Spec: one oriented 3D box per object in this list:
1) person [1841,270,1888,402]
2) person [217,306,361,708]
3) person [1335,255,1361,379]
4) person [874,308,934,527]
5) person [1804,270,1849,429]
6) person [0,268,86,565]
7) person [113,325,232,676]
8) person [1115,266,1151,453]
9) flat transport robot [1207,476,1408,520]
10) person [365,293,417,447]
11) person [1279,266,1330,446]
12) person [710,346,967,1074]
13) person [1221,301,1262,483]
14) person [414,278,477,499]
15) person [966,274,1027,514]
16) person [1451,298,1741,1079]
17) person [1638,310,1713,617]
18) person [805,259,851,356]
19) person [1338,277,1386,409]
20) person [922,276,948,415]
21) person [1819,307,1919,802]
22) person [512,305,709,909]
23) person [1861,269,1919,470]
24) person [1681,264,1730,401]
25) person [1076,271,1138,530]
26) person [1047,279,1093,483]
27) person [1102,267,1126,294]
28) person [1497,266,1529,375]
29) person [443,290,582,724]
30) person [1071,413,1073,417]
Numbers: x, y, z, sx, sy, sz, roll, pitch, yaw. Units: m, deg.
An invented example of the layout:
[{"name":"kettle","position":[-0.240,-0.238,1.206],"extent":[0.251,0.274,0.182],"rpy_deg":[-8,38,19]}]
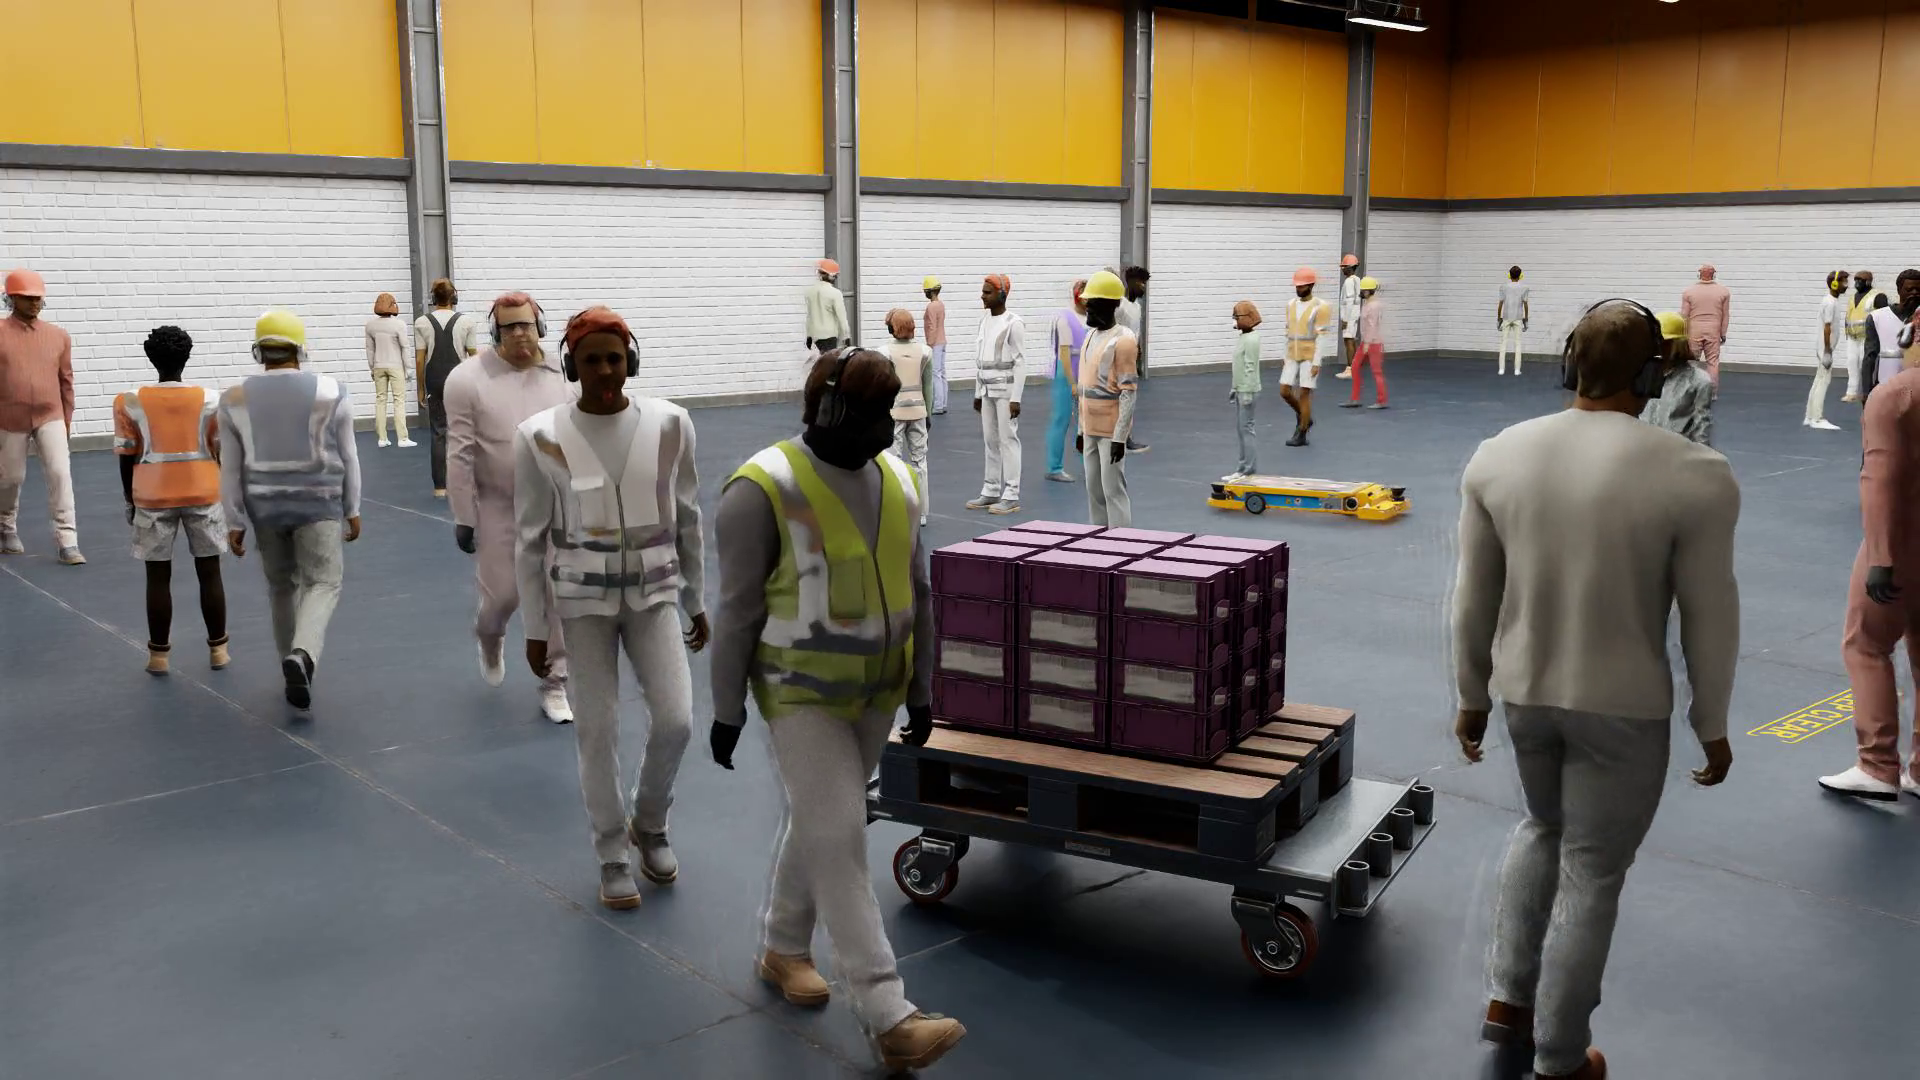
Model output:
[{"name":"person","position":[12.540,-2.809,23.001],"extent":[0.577,1.834,0.655],"rpy_deg":[-3,10,-19]},{"name":"person","position":[-3.016,-0.146,7.493],"extent":[0.584,1.801,0.777],"rpy_deg":[-1,10,-8]},{"name":"person","position":[6.422,-3.689,27.533],"extent":[0.379,2.041,0.616],"rpy_deg":[5,11,25]},{"name":"person","position":[-0.426,-0.895,12.343],"extent":[0.514,1.643,0.307],"rpy_deg":[-5,11,-27]},{"name":"person","position":[10.239,-2.249,19.625],"extent":[0.332,1.866,0.530],"rpy_deg":[4,11,25]},{"name":"person","position":[-6.210,-0.828,11.061],"extent":[0.610,1.956,0.984],"rpy_deg":[-9,13,-43]},{"name":"person","position":[-3.780,-0.187,8.058],"extent":[0.534,1.694,0.320],"rpy_deg":[-5,11,-28]},{"name":"person","position":[1.673,-1.839,17.046],"extent":[0.840,1.914,0.623],"rpy_deg":[4,10,22]},{"name":"flat transport robot","position":[2.746,-0.349,13.157],"extent":[1.431,0.197,0.652],"rpy_deg":[5,11,29]},{"name":"person","position":[-6.042,-1.796,17.638],"extent":[0.500,1.636,0.280],"rpy_deg":[2,10,12]},{"name":"person","position":[3.649,-1.940,17.657],"extent":[0.490,1.914,0.566],"rpy_deg":[-9,13,-42]},{"name":"person","position":[-0.259,0.415,4.251],"extent":[0.634,1.787,0.956],"rpy_deg":[-9,13,-43]},{"name":"person","position":[2.519,-1.302,14.772],"extent":[0.293,1.631,0.497],"rpy_deg":[0,10,-1]},{"name":"person","position":[-4.263,-1.257,13.875],"extent":[0.517,1.842,0.325],"rpy_deg":[-2,10,-11]},{"name":"person","position":[0.299,-1.148,13.122],"extent":[0.361,1.883,0.574],"rpy_deg":[-6,11,-31]},{"name":"person","position":[1.508,0.396,3.967],"extent":[0.518,1.922,0.625],"rpy_deg":[-9,13,-41]},{"name":"person","position":[3.899,-0.405,9.229],"extent":[0.497,1.733,0.426],"rpy_deg":[7,12,36]},{"name":"person","position":[-1.656,-2.670,21.765],"extent":[0.666,1.970,0.717],"rpy_deg":[9,13,44]},{"name":"person","position":[5.330,-2.589,21.966],"extent":[0.725,1.736,0.547],"rpy_deg":[0,10,-1]},{"name":"person","position":[-0.337,-2.479,21.262],"extent":[0.329,1.765,0.527],"rpy_deg":[3,10,16]},{"name":"person","position":[3.587,0.046,6.184],"extent":[0.670,1.866,0.482],"rpy_deg":[-2,10,-14]},{"name":"person","position":[-1.071,0.216,5.162],"extent":[0.600,1.871,0.414],"rpy_deg":[-4,10,-21]},{"name":"person","position":[7.582,-1.219,13.437],"extent":[0.593,1.920,0.391],"rpy_deg":[0,10,3]},{"name":"person","position":[10.420,-2.900,23.314],"extent":[0.636,1.909,0.404],"rpy_deg":[3,10,16]},{"name":"person","position":[0.894,-0.706,10.400],"extent":[0.359,1.930,0.587],"rpy_deg":[-4,11,-23]},{"name":"person","position":[1.099,-1.385,14.723],"extent":[0.833,1.812,0.574],"rpy_deg":[9,13,43]},{"name":"person","position":[1.829,-2.312,19.957],"extent":[0.632,1.903,0.761],"rpy_deg":[9,13,43]},{"name":"person","position":[9.440,-3.746,28.404],"extent":[0.516,1.861,0.317],"rpy_deg":[4,10,22]},{"name":"person","position":[-1.929,-0.156,7.321],"extent":[0.641,1.886,0.630],"rpy_deg":[-5,11,-28]},{"name":"person","position":[1.597,-2.338,20.759],"extent":[0.809,1.659,0.537],"rpy_deg":[2,10,11]}]
